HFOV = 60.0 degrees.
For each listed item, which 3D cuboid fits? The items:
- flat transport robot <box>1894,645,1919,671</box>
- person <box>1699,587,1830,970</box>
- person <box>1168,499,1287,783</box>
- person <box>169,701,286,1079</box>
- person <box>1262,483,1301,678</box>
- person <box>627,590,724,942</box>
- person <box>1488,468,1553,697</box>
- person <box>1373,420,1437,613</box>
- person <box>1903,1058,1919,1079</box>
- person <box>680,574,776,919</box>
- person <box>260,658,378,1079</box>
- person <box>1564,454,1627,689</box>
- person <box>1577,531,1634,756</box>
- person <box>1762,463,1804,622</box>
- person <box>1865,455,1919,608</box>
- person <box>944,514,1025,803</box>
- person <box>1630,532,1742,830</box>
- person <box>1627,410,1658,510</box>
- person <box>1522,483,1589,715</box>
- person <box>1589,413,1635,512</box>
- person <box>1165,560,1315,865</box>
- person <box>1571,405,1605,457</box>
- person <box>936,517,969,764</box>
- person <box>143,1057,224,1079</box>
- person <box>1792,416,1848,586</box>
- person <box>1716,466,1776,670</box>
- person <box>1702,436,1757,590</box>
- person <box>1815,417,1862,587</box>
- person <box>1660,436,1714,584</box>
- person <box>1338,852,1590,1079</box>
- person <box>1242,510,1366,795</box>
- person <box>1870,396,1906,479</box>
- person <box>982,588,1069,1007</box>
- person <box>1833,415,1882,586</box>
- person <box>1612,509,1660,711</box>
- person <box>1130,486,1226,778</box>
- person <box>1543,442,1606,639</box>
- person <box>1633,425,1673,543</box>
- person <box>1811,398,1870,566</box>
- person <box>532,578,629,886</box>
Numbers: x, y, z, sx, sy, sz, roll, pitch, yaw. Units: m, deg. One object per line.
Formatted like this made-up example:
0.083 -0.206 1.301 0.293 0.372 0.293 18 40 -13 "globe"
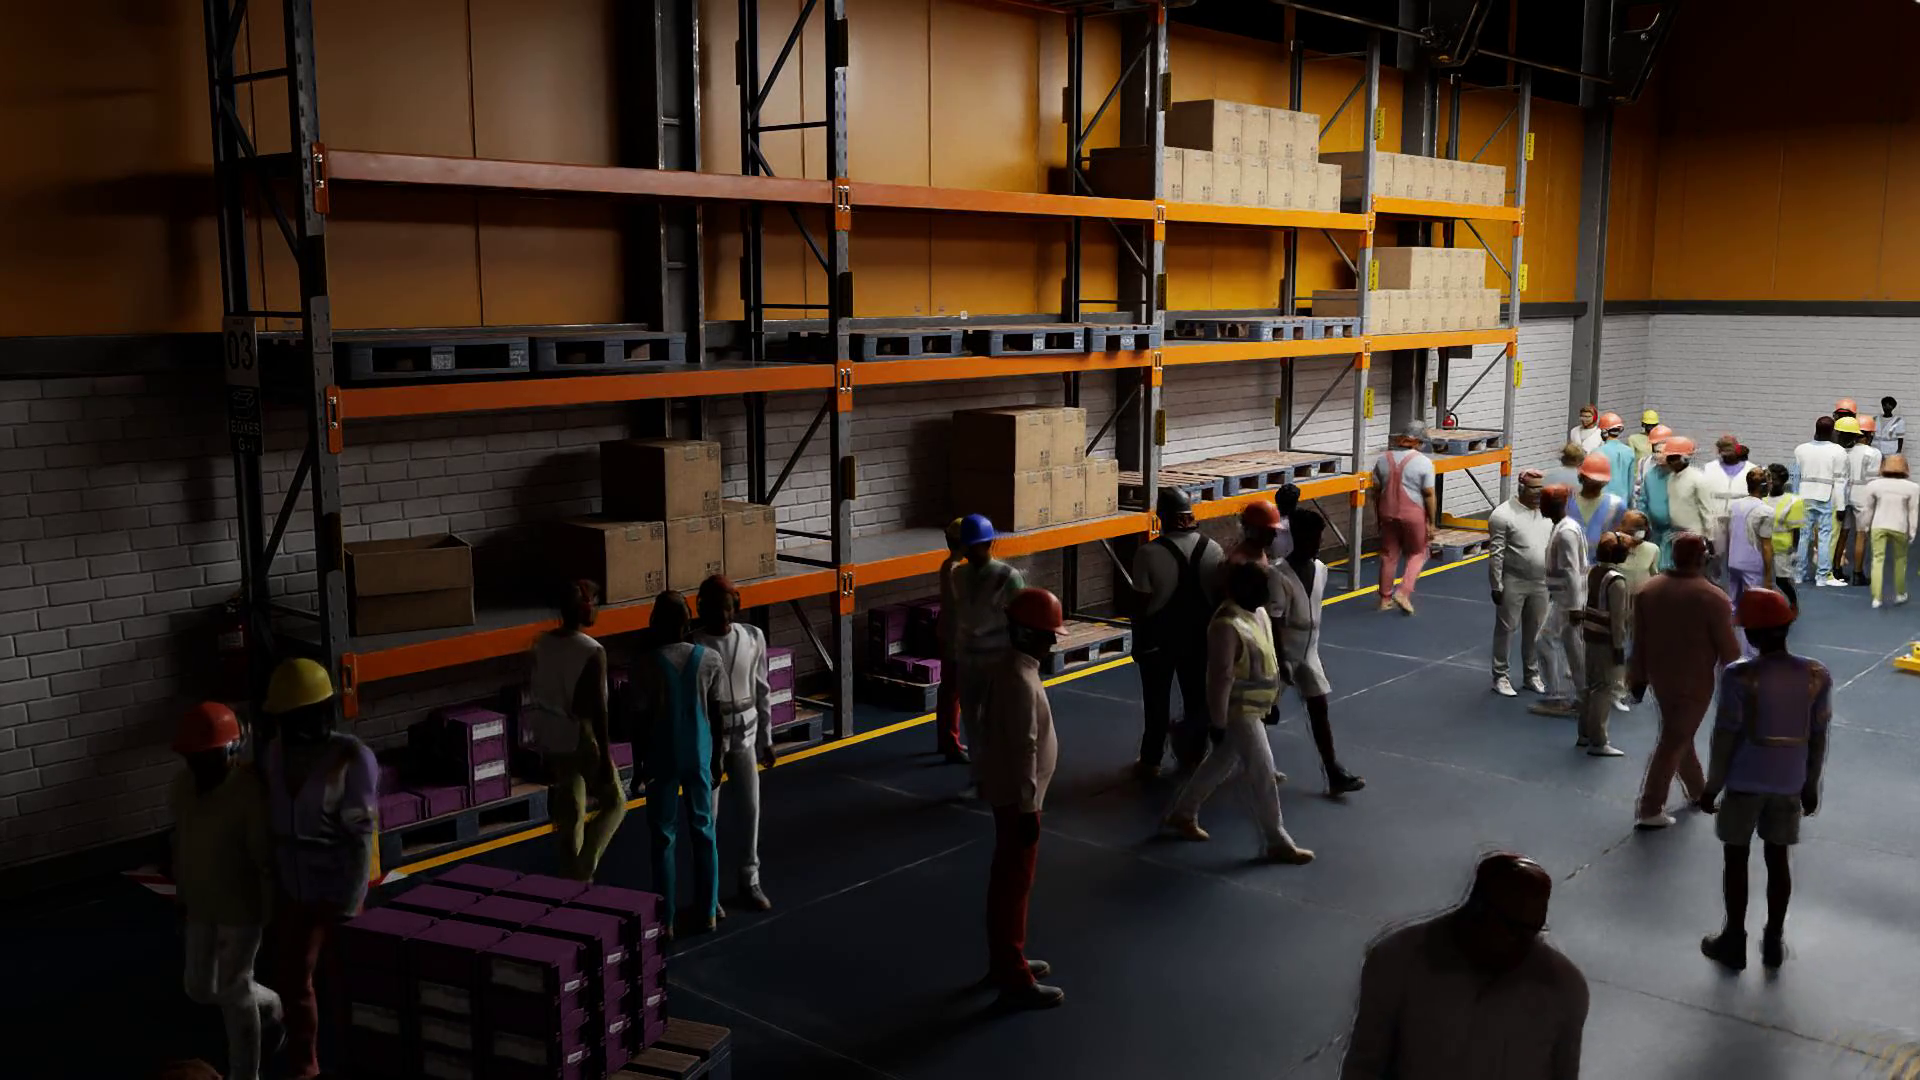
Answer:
9.003 1.009 14.751 1.431 0.197 0.652 -5 10 -33 "flat transport robot"
3.998 1.194 8.286 0.583 1.912 0.361 0 9 -1 "person"
1.870 0.682 11.437 0.764 1.966 0.639 5 10 29 "person"
-3.011 1.490 6.936 0.571 1.734 0.524 5 10 29 "person"
2.822 0.356 14.391 0.534 1.697 0.318 4 10 25 "person"
-1.479 1.168 8.675 0.507 1.847 0.345 -5 10 -28 "person"
4.683 0.351 13.776 0.644 1.900 0.399 -2 9 -15 "person"
4.613 -0.255 17.224 0.610 2.000 0.751 -8 12 -41 "person"
1.926 1.941 3.422 0.646 1.929 0.539 0 9 -2 "person"
-1.288 1.104 8.993 0.592 1.873 0.349 -6 11 -33 "person"
-2.633 1.421 6.826 0.600 1.915 0.402 4 10 22 "person"
5.237 0.267 14.024 0.632 1.984 1.047 5 10 27 "person"
4.684 0.747 12.081 0.312 1.632 0.519 0 9 2 "person"
8.026 0.065 16.342 0.730 1.670 0.537 -7 11 -37 "person"
9.869 -0.101 17.635 0.516 1.597 0.781 6 11 35 "person"
0.156 0.778 10.906 0.634 1.929 0.474 7 11 36 "person"
4.643 0.874 10.542 0.987 1.857 0.641 -4 10 -25 "person"
8.995 -0.825 21.800 0.525 1.762 0.339 3 9 19 "person"
4.751 0.471 13.167 0.661 1.847 0.603 3 9 16 "person"
7.173 -0.413 18.438 0.608 1.987 0.402 -4 10 -22 "person"
1.664 0.993 9.960 0.954 1.800 0.637 4 10 25 "person"
8.179 -0.841 21.670 0.394 1.836 0.561 -5 10 -30 "person"
-0.005 0.711 11.899 0.327 1.761 0.522 -2 9 -10 "person"
-1.741 2.000 4.002 0.445 1.615 0.507 -3 9 -18 "person"
9.712 -0.440 18.806 0.383 1.918 0.597 -7 11 -37 "person"
6.877 0.273 14.492 0.350 1.837 0.502 -3 9 -17 "person"
8.301 -0.236 17.961 0.584 1.794 0.865 4 10 24 "person"
9.916 -0.437 18.792 0.395 1.919 0.588 3 9 20 "person"
7.233 -0.072 16.424 0.999 1.938 0.624 -1 9 -8 "person"
1.436 1.750 4.854 0.707 1.863 0.820 2 9 15 "person"
2.280 0.753 11.119 0.612 1.911 0.994 -5 10 -31 "person"
14.055 -1.335 25.293 0.315 1.696 0.541 -6 11 -36 "person"
0.310 1.210 7.958 0.407 1.983 0.612 -1 9 -5 "person"
10.154 -0.445 18.823 0.383 1.930 0.544 -5 10 -28 "person"
5.360 0.558 13.322 0.511 1.623 0.343 -1 9 -3 "person"
1.478 0.624 11.554 0.681 2.000 0.535 -3 9 -17 "person"
5.905 0.004 16.120 0.628 1.882 1.038 5 10 28 "person"
7.329 -0.249 17.511 0.356 1.939 0.542 -7 11 -39 "person"
10.612 -0.693 20.094 0.614 2.031 0.402 5 10 29 "person"
-2.084 1.116 9.043 0.585 1.831 0.438 8 12 40 "person"
